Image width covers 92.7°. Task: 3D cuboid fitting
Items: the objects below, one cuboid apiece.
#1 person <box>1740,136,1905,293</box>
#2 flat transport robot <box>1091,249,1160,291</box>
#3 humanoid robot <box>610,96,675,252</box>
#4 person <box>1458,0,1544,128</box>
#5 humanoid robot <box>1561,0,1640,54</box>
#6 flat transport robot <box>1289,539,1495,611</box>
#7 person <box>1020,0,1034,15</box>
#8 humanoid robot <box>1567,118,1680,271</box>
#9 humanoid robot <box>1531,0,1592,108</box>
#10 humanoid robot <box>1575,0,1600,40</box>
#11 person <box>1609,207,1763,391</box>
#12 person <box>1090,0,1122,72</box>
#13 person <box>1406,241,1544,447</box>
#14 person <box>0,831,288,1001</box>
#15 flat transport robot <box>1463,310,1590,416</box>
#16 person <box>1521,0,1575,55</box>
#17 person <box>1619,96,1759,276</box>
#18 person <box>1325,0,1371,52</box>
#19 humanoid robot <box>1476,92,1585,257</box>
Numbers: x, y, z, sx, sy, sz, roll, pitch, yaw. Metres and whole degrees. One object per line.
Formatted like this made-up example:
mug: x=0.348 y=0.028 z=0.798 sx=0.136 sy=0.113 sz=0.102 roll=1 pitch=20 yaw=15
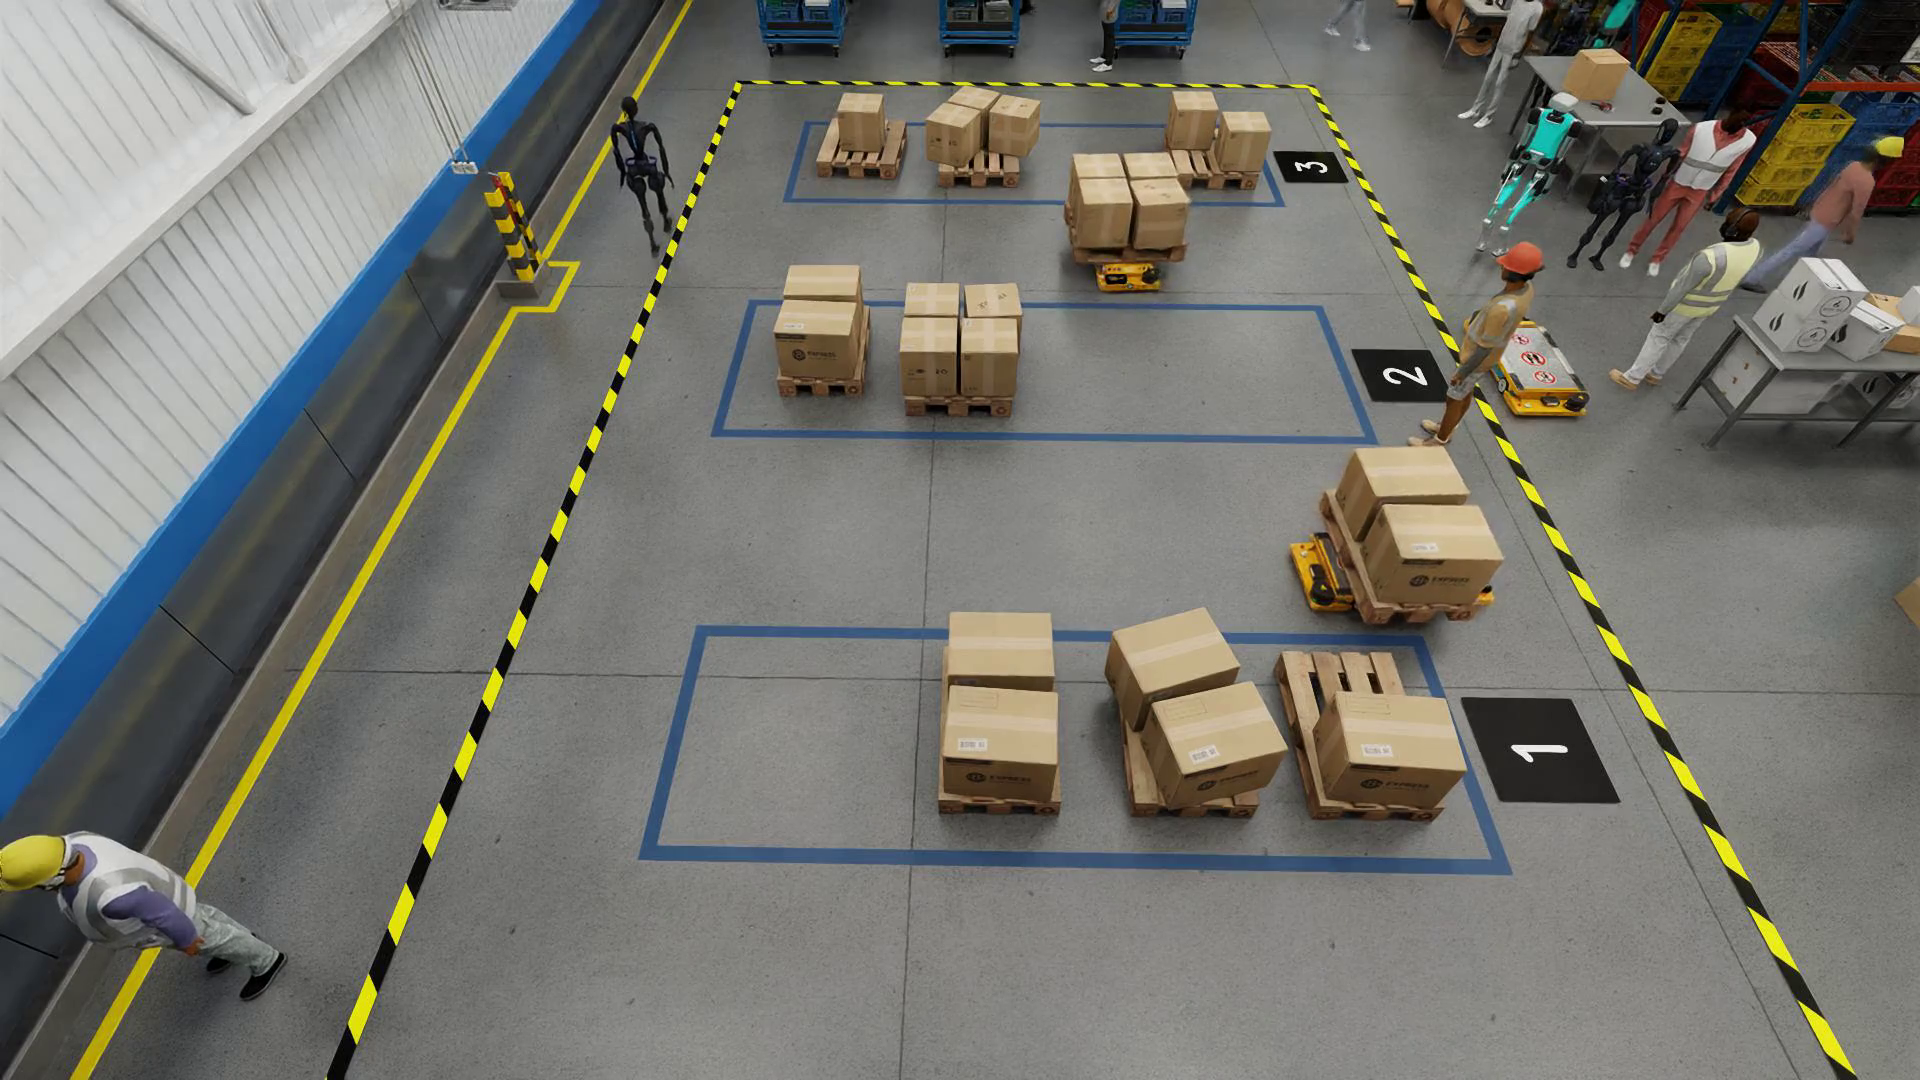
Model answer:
person: x=8.985 y=-3.255 z=9.389 sx=0.886 sy=1.724 sz=0.538 roll=16 pitch=51 yaw=13
flat transport robot: x=1.823 y=-3.319 z=10.387 sx=0.652 sy=0.197 sz=1.431 roll=-1 pitch=49 yaw=-1
humanoid robot: x=-3.507 y=-4.055 z=10.155 sx=0.589 sy=1.647 sz=0.779 roll=-7 pitch=50 yaw=-6
person: x=7.161 y=-6.408 z=12.028 sx=0.380 sy=1.879 sz=0.520 roll=-16 pitch=51 yaw=-14
humanoid robot: x=8.479 y=-6.756 z=12.382 sx=0.532 sy=1.753 sz=0.726 roll=-17 pitch=51 yaw=-14
flat transport robot: x=3.444 y=0.231 z=7.315 sx=1.431 sy=0.197 sz=0.652 roll=-2 pitch=49 yaw=-1
person: x=0.754 y=-9.283 z=14.511 sx=0.988 sy=1.877 sz=0.558 roll=-9 pitch=50 yaw=-7
humanoid robot: x=7.108 y=-3.652 z=9.753 sx=0.599 sy=1.657 sz=0.315 roll=10 pitch=50 yaw=8
humanoid robot: x=8.008 y=-6.477 z=12.202 sx=0.304 sy=1.649 sz=0.616 roll=-3 pitch=49 yaw=-3
humanoid robot: x=9.353 y=-8.050 z=13.563 sx=0.355 sy=1.653 sz=0.603 roll=27 pitch=54 yaw=22
person: x=6.647 y=-2.154 z=8.366 sx=0.629 sy=1.835 sz=0.429 roll=-12 pitch=50 yaw=-10
person: x=2.125 y=-7.766 z=13.208 sx=0.393 sy=1.850 sz=0.598 roll=0 pitch=49 yaw=0
person: x=4.336 y=-1.563 z=7.714 sx=0.371 sy=2.040 sz=0.614 roll=35 pitch=57 yaw=26
person: x=-4.226 y=1.967 z=4.800 sx=0.591 sy=1.825 sz=0.404 roll=25 pitch=54 yaw=20
flat transport robot: x=5.573 y=-1.757 z=9.054 sx=0.659 sy=0.231 sz=1.431 roll=1 pitch=49 yaw=1
person: x=9.104 y=-8.226 z=13.513 sx=0.844 sy=1.992 sz=0.639 roll=36 pitch=58 yaw=27
person: x=7.713 y=-3.731 z=9.680 sx=0.597 sy=1.909 sz=0.402 roll=22 pitch=53 yaw=18
person: x=6.107 y=-8.445 z=13.899 sx=0.488 sy=1.686 sz=0.921 roll=-33 pitch=57 yaw=-25
humanoid robot: x=5.967 y=-3.810 z=9.771 sx=0.735 sy=1.677 sz=0.533 roll=-35 pitch=58 yaw=-26
